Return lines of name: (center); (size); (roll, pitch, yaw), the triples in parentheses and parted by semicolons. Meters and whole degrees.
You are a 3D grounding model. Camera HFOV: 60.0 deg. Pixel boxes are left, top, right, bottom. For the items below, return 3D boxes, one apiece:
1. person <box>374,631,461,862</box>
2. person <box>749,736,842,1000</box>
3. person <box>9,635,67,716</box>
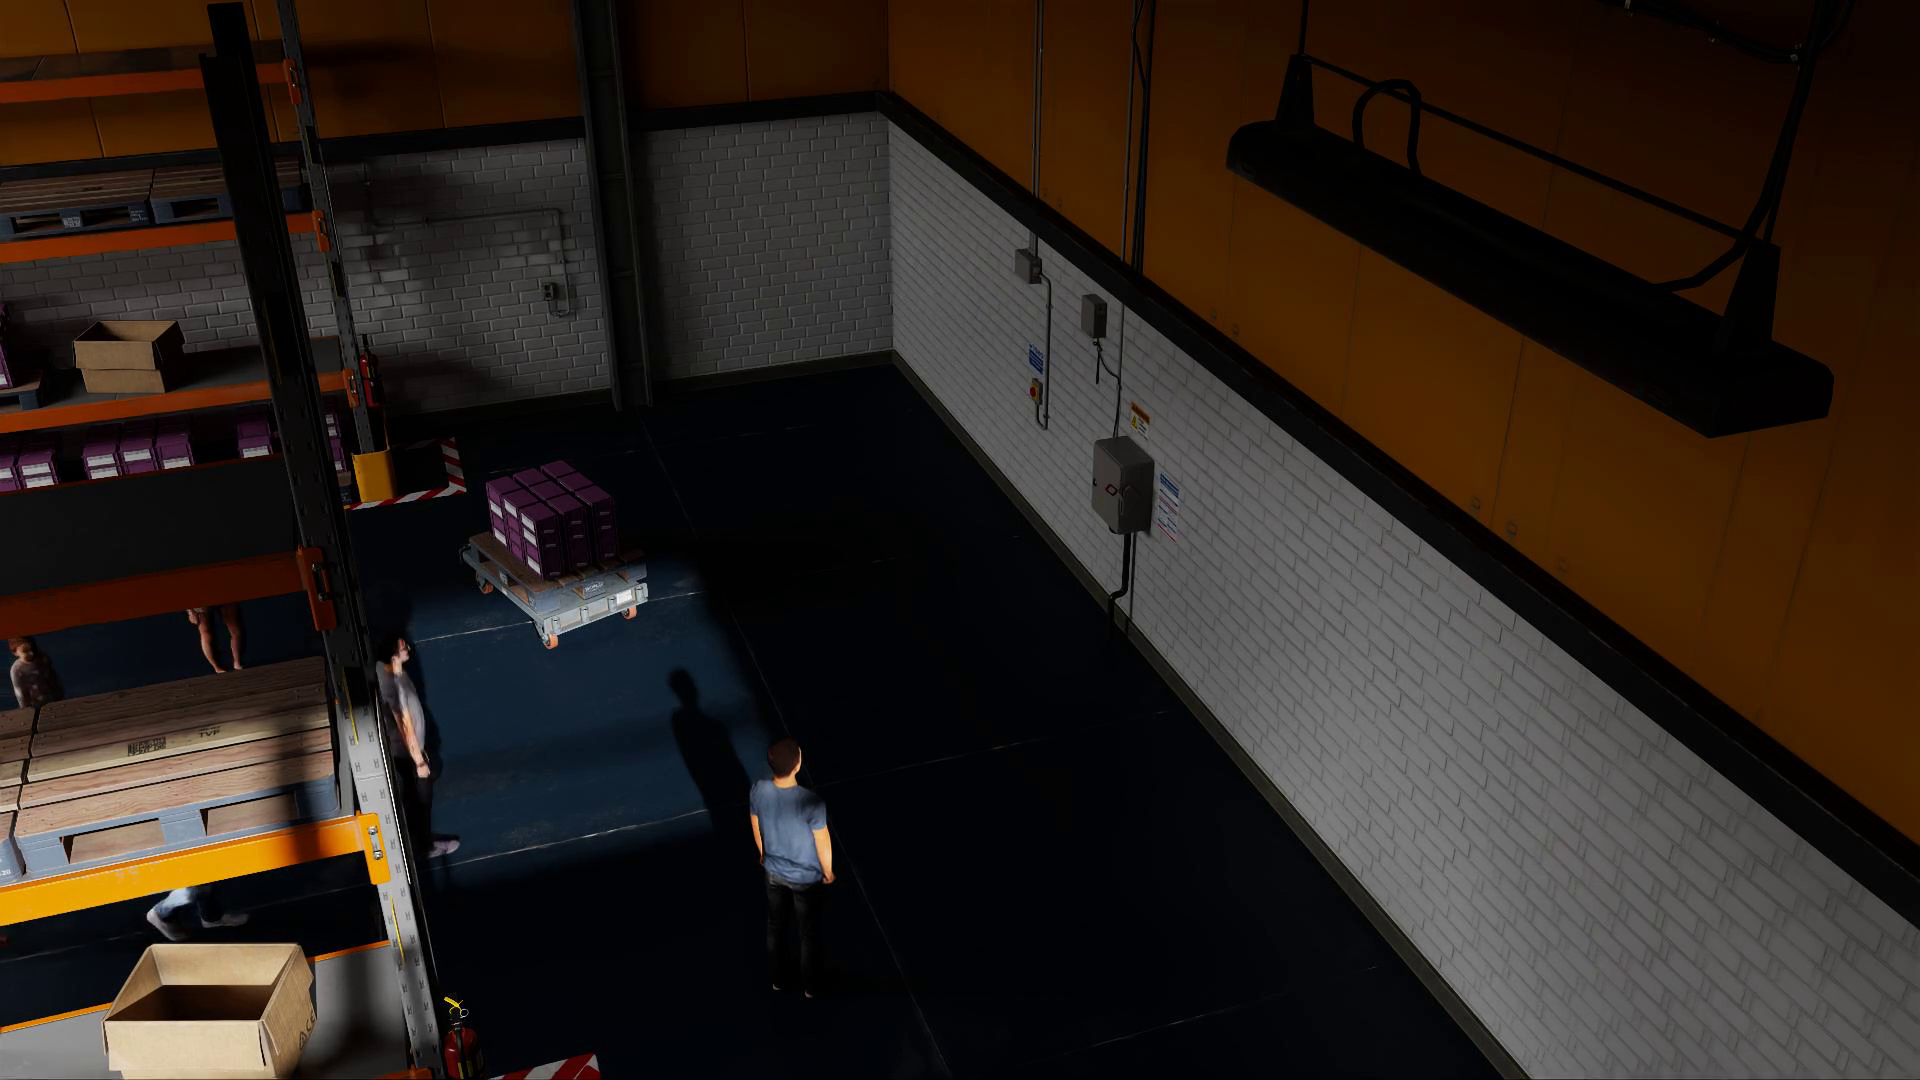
person: (-3.671, 1.358, 10.818); (0.687, 1.748, 0.666); (-14, 32, -25)
person: (-0.980, 1.915, 9.733); (0.707, 1.810, 0.780); (11, 31, 19)
person: (-6.550, 1.136, 11.815); (0.721, 1.184, 0.670); (17, 33, 28)
